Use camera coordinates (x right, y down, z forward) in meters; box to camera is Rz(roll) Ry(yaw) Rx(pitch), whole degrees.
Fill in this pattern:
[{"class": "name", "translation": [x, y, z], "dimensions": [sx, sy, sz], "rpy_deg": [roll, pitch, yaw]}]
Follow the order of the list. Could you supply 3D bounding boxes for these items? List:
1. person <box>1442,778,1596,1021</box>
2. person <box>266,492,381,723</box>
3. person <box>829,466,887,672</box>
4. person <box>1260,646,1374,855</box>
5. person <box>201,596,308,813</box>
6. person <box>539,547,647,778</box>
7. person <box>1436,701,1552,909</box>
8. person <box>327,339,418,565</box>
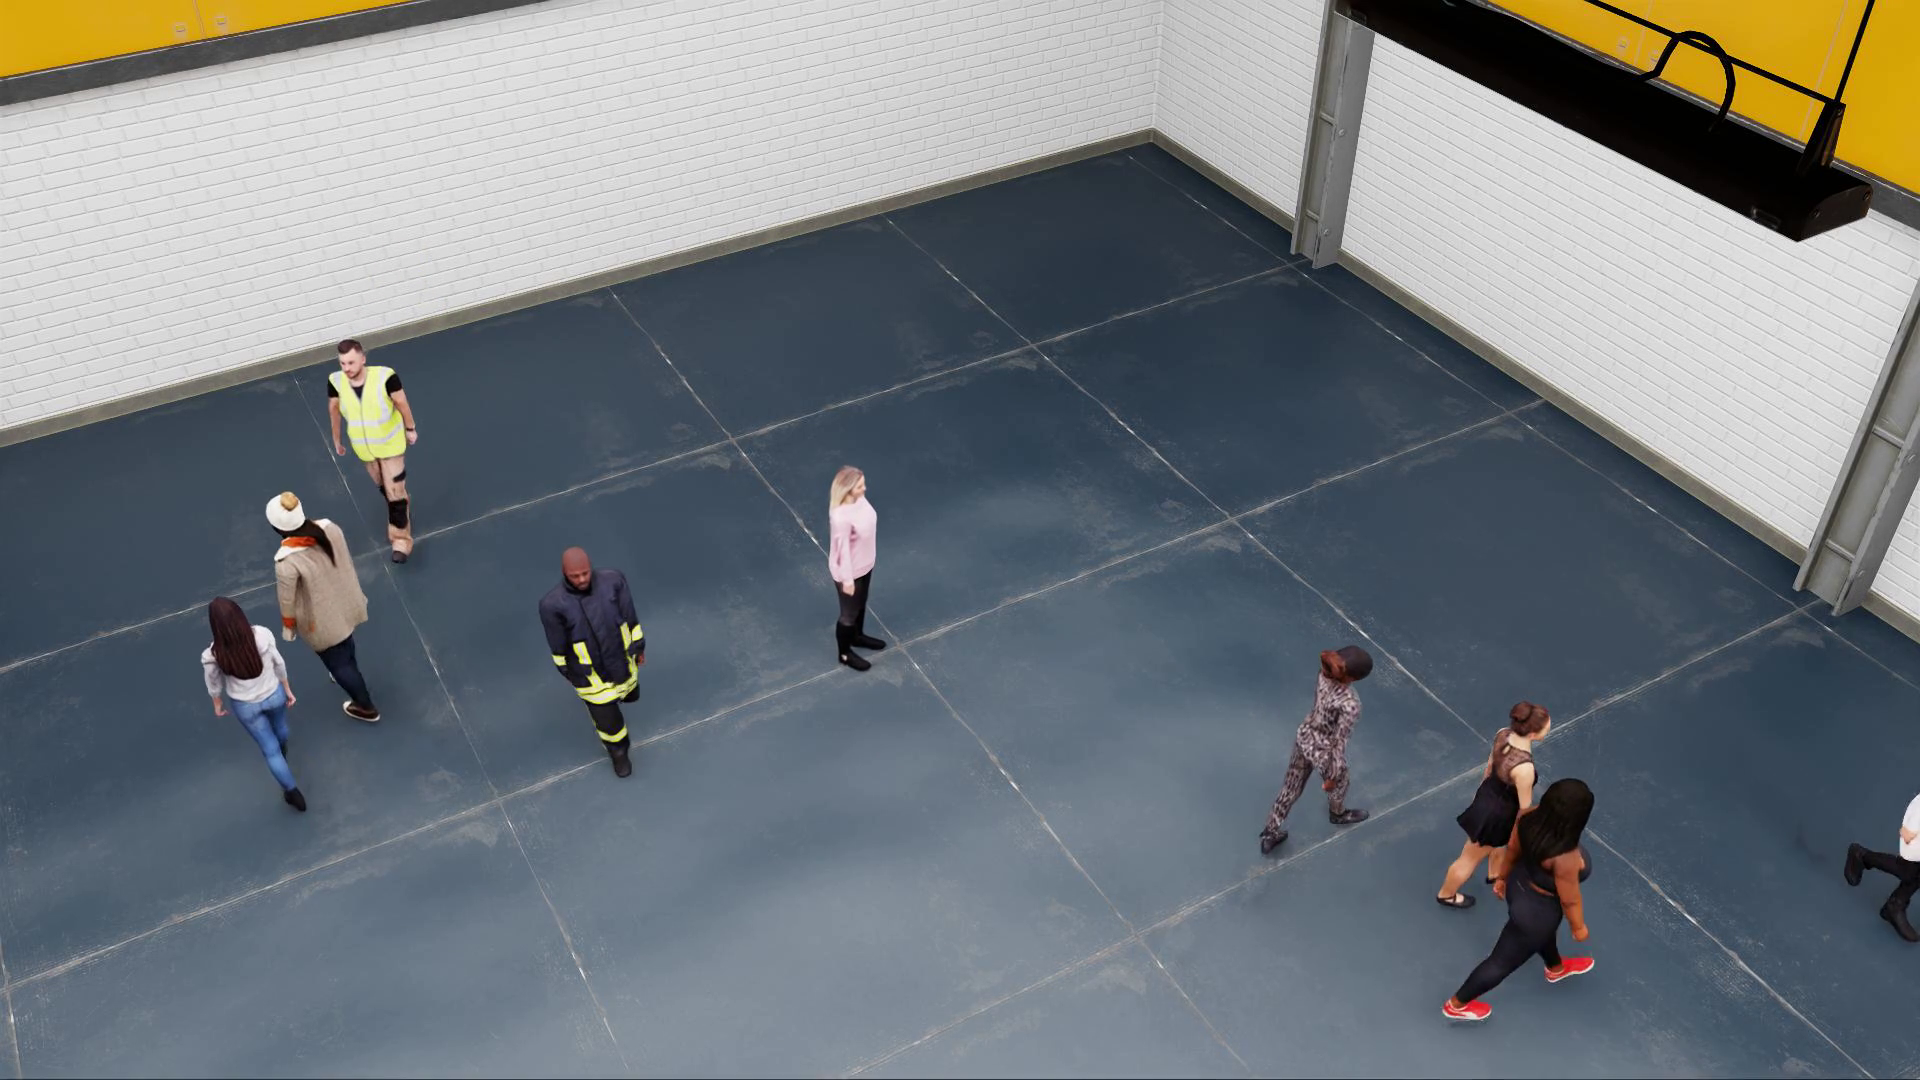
[{"class": "person", "translation": [3.066, 2.022, 9.091], "dimensions": [1.041, 1.764, 1.224], "rpy_deg": [-5, 39, -6]}, {"class": "person", "translation": [-4.108, 0.463, 10.953], "dimensions": [0.992, 1.876, 0.918], "rpy_deg": [16, 41, 19]}, {"class": "person", "translation": [-0.759, 0.172, 11.471], "dimensions": [0.744, 1.686, 0.688], "rpy_deg": [11, 40, 13]}, {"class": "person", "translation": [2.114, 1.311, 10.055], "dimensions": [0.859, 1.673, 1.000], "rpy_deg": [-13, 41, -16]}, {"class": "person", "translation": [-4.368, 1.058, 10.434], "dimensions": [0.726, 1.595, 1.000], "rpy_deg": [-28, 47, -31]}, {"class": "person", "translation": [-2.357, 0.673, 10.750], "dimensions": [0.759, 1.803, 1.006], "rpy_deg": [-23, 44, -26]}, {"class": "person", "translation": [3.056, 1.581, 9.726], "dimensions": [0.863, 1.661, 0.850], "rpy_deg": [2, 39, 2]}, {"class": "person", "translation": [-4.373, -0.773, 12.560], "dimensions": [1.056, 1.804, 1.218], "rpy_deg": [0, 39, 0]}]
